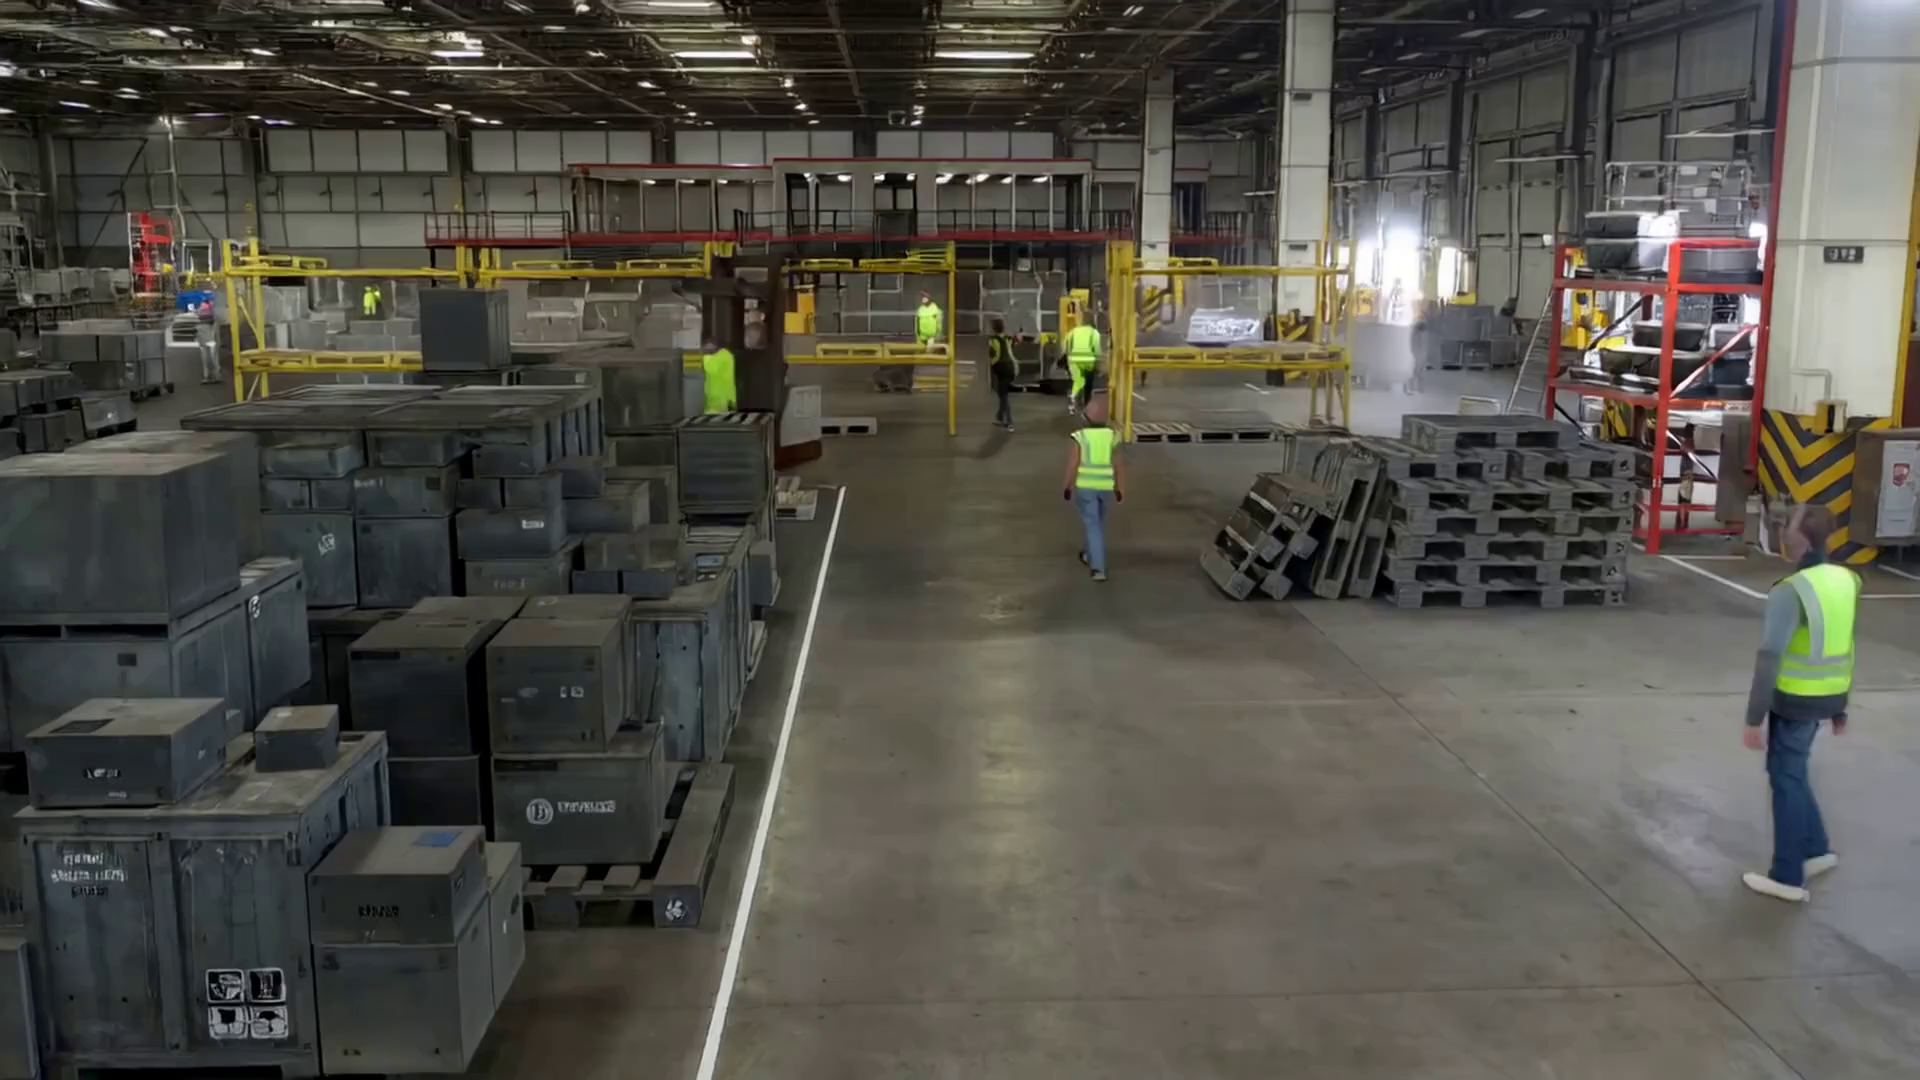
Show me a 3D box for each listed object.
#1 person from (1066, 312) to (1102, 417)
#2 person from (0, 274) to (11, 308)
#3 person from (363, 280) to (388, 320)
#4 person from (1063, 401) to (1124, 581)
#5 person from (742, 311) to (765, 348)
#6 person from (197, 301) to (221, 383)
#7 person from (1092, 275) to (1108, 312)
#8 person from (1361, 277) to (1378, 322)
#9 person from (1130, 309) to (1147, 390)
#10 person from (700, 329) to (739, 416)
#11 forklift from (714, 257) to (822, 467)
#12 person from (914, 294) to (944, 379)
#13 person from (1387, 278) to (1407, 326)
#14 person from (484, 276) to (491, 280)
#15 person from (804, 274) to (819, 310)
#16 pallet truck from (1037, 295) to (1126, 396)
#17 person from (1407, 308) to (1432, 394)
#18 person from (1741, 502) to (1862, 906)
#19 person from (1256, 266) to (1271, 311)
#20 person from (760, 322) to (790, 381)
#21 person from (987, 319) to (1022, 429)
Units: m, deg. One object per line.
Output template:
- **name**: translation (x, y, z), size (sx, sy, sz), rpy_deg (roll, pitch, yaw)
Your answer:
- **person**: translation (2.138, -3.016, 28.732), size (0.621, 1.827, 0.520), rpy_deg (5, 11, 25)
- **person**: translation (-34.902, -8.833, 60.602), size (0.870, 2.008, 0.611), rpy_deg (9, 13, 40)
- **person**: translation (-15.231, -5.769, 43.456), size (0.539, 2.000, 0.689), rpy_deg (1, 10, 8)
- **person**: translation (1.192, -0.467, 15.144), size (0.540, 1.587, 0.846), rpy_deg (-3, 11, -19)
- **person**: translation (-3.414, -2.852, 27.646), size (0.722, 1.903, 0.601), rpy_deg (-5, 11, -26)
- **person**: translation (-16.145, -4.239, 35.721), size (0.522, 1.761, 0.327), rpy_deg (2, 10, 11)
- **person**: translation (4.993, -8.555, 59.562), size (0.627, 1.847, 0.429), rpy_deg (6, 12, 30)
- **person**: translation (13.577, -7.732, 54.836), size (0.969, 1.873, 0.615), rpy_deg (-5, 12, -28)
- **person**: translation (3.533, -3.931, 34.262), size (0.539, 1.651, 0.869), rpy_deg (-8, 13, -38)
- **person**: translation (-3.269, -1.832, 21.950), size (1.035, 1.879, 0.647), rpy_deg (-8, 13, -39)
- **forklift**: translation (-2.782, -2.380, 22.237), size (1.129, 2.768, 1.873), rpy_deg (6, 12, 29)
- **person**: translation (-0.717, -4.476, 36.695), size (0.649, 1.878, 1.033), rpy_deg (7, 12, 34)
- **person**: translation (13.454, -7.111, 51.254), size (0.612, 1.932, 0.430), rpy_deg (5, 11, 24)
- **person**: translation (-19.774, -10.278, 69.194), size (0.595, 1.828, 1.025), rpy_deg (0, 10, -3)
- **person**: translation (-5.196, -8.394, 58.415), size (0.545, 1.926, 0.396), rpy_deg (-4, 11, -22)
- **pallet truck**: translation (2.483, -3.881, 33.060), size (1.885, 1.965, 0.823), rpy_deg (-7, 13, -36)
- **person**: translation (9.224, -3.765, 33.185), size (0.651, 1.725, 0.492), rpy_deg (-2, 10, -9)
- **person**: translation (3.809, 0.752, 7.597), size (0.612, 1.871, 0.415), rpy_deg (-6, 12, -32)
- **person**: translation (13.353, -11.123, 73.488), size (0.647, 1.960, 0.905), rpy_deg (-2, 10, -9)
- **person**: translation (-2.714, -2.145, 23.679), size (0.658, 1.894, 0.608), rpy_deg (-5, 11, -25)
- **person**: translation (0.714, -2.698, 27.083), size (0.586, 1.788, 0.906), rpy_deg (-6, 12, -30)
